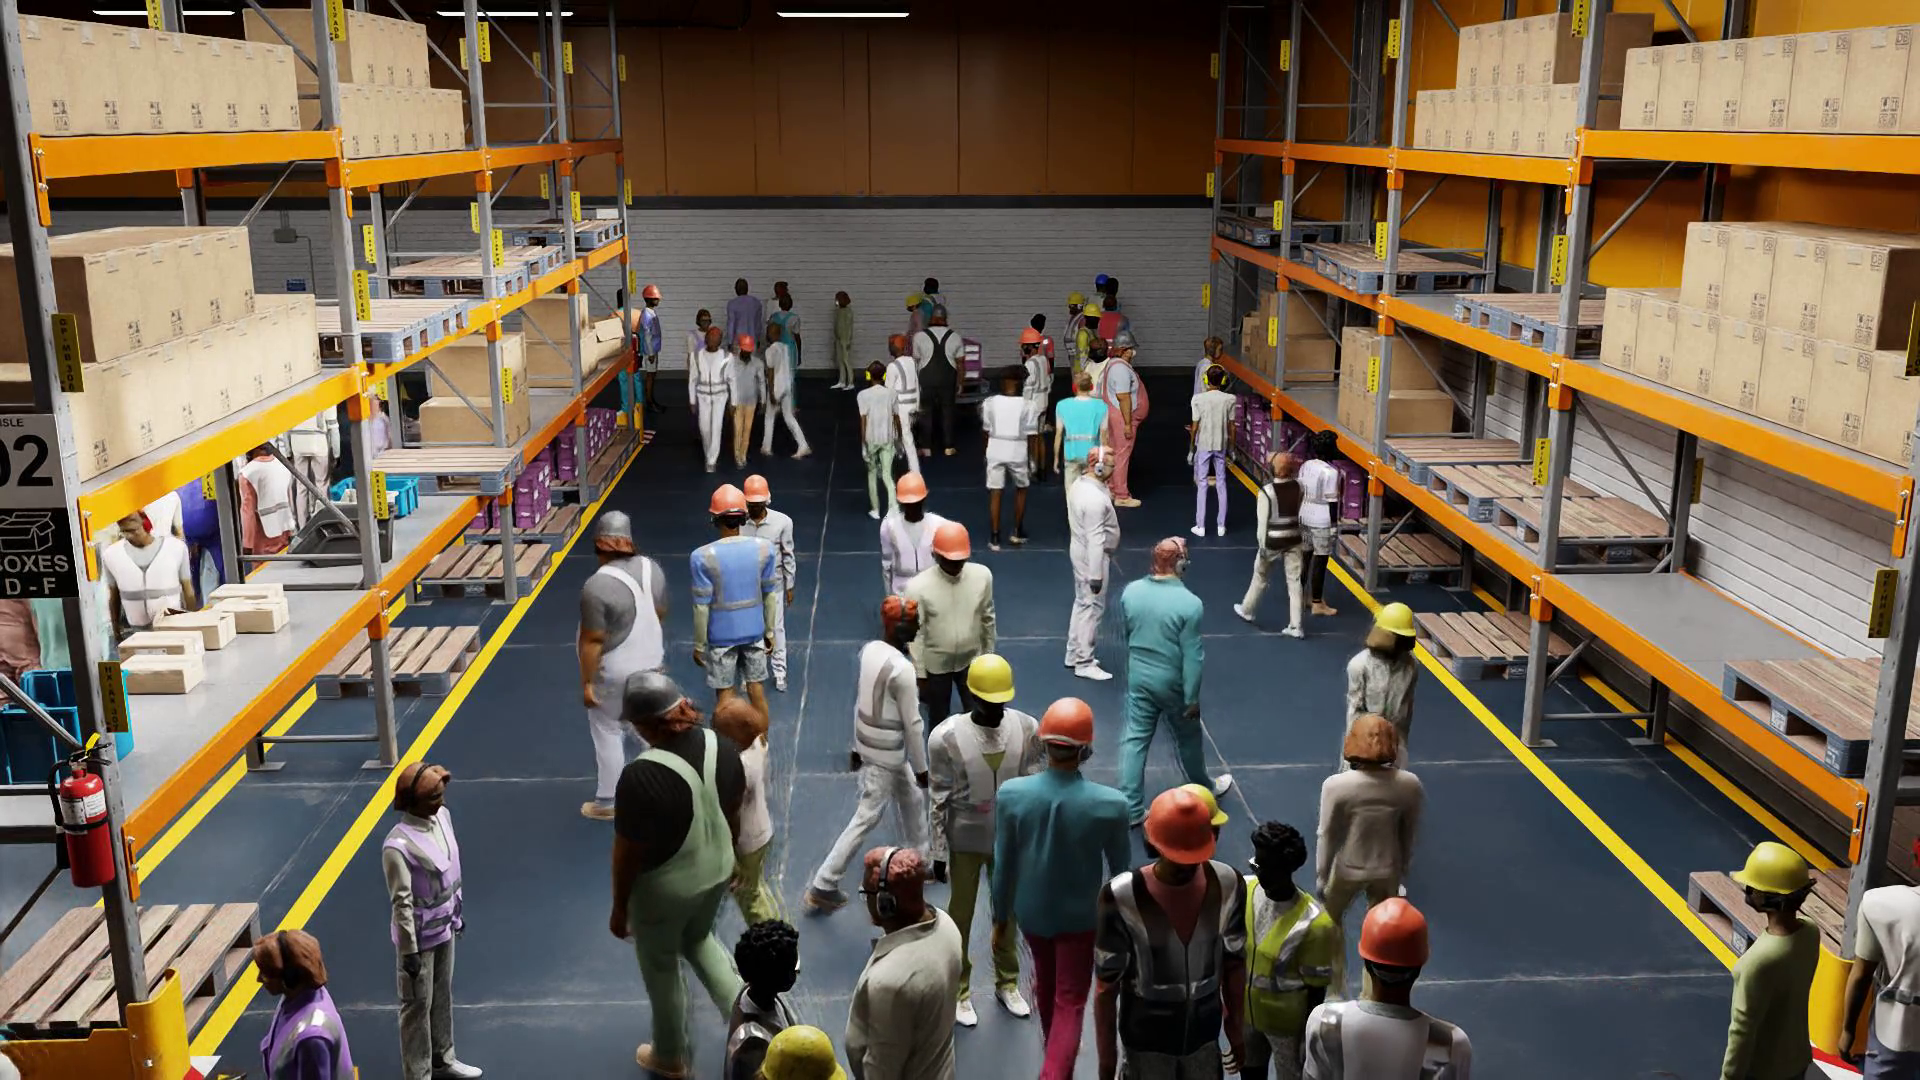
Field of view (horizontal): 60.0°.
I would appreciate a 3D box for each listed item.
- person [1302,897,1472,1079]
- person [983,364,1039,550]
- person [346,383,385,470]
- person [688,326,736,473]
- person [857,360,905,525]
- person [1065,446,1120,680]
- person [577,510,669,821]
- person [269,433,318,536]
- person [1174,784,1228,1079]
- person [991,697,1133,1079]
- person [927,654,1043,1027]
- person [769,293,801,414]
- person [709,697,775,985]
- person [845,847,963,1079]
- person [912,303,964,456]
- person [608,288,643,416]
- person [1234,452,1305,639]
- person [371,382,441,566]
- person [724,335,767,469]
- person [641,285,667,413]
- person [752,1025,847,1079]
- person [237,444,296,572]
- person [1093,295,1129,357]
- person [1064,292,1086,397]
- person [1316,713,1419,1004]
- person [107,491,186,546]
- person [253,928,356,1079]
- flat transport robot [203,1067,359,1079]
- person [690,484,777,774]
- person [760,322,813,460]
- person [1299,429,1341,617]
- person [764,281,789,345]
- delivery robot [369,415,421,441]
[{"bbox_3d":[1.418,2.123,5.614,0.543,1.929,0.386,6,16,23],"label":"person"},{"bbox_3d":[0.544,-0.877,17.390,0.587,1.929,0.678,3,15,10],"label":"person"},{"bbox_3d":[-7.569,-1.870,21.181,0.619,1.986,0.410,4,15,15],"label":"person"},{"bbox_3d":[-3.135,-1.776,21.057,0.608,1.862,0.427,0,14,-1],"label":"person"},{"bbox_3d":[-0.843,-1.060,18.368,0.534,1.817,0.881,-4,15,-15],"label":"person"},{"bbox_3d":[1.083,0.176,13.333,0.401,1.895,0.650,-2,14,-8],"label":"person"},{"bbox_3d":[-2.162,0.783,10.645,0.639,2.000,0.740,8,16,30],"label":"person"},{"bbox_3d":[-7.119,-0.983,17.905,0.575,1.880,0.358,-8,16,-28],"label":"person"},{"bbox_3d":[0.958,1.855,7.028,0.289,1.746,0.486,4,15,16],"label":"person"},{"bbox_3d":[0.448,1.667,7.380,0.650,1.952,0.977,4,15,16],"label":"person"},{"bbox_3d":[0.137,1.468,8.203,0.587,1.920,0.397,-5,15,-18],"label":"person"},{"bbox_3d":[-2.640,-2.823,25.221,0.501,1.839,0.346,4,15,15],"label":"person"},{"bbox_3d":[-1.102,1.542,8.529,0.316,1.605,0.571,1,14,3],"label":"person"},{"bbox_3d":[-0.216,2.020,6.092,0.401,1.894,0.653,4,15,16],"label":"person"},{"bbox_3d":[-0.304,-2.149,22.154,0.690,2.000,0.535,-2,14,-9],"label":"person"},{"bbox_3d":[-5.007,-2.818,25.024,0.373,1.916,0.596,13,19,42],"label":"person"},{"bbox_3d":[2.752,0.022,14.519,0.505,1.589,0.837,-6,15,-21],"label":"person"},{"bbox_3d":[-5.545,-0.636,16.520,0.727,1.901,0.624,3,15,13],"label":"person"},{"bbox_3d":[-2.736,-1.766,21.284,0.571,1.713,0.719,-6,16,-24],"label":"person"},{"bbox_3d":[-4.672,-2.902,25.316,0.356,1.937,0.552,-1,14,-6],"label":"person"},{"bbox_3d":[-0.502,2.318,5.233,0.320,1.738,0.483,6,15,22],"label":"person"},{"bbox_3d":[-5.881,-0.047,14.174,0.399,1.906,0.603,3,15,13],"label":"person"},{"bbox_3d":[2.216,-2.754,24.955,0.627,1.835,0.431,2,14,9],"label":"person"},{"bbox_3d":[1.793,-2.892,25.513,0.404,1.826,0.596,-3,15,-11],"label":"person"},{"bbox_3d":[1.982,1.618,8.221,0.513,1.610,0.539,-1,14,-2],"label":"person"},{"bbox_3d":[-6.408,0.238,13.174,0.571,1.843,0.372,-12,19,-39],"label":"person"},{"bbox_3d":[-2.338,2.163,6.047,0.312,1.631,0.524,-7,16,-27],"label":"person"},{"bbox_3d":[-2.866,2.621,6.960,0.652,0.197,1.431,-5,15,-19],"label":"flat transport robot"},{"bbox_3d":[-1.533,0.630,11.242,0.607,2.044,0.372,-8,17,-30],"label":"person"},{"bbox_3d":[-2.333,-1.953,21.878,0.847,1.806,0.514,12,18,39],"label":"person"},{"bbox_3d":[3.243,-0.159,15.026,0.319,1.695,0.539,-6,15,-21],"label":"person"},{"bbox_3d":[-2.947,-3.268,26.968,0.401,1.834,0.562,-9,17,-33],"label":"person"},{"bbox_3d":[-7.602,-1.512,22.431,0.707,0.478,0.477,-3,15,-12],"label":"delivery robot"}]
